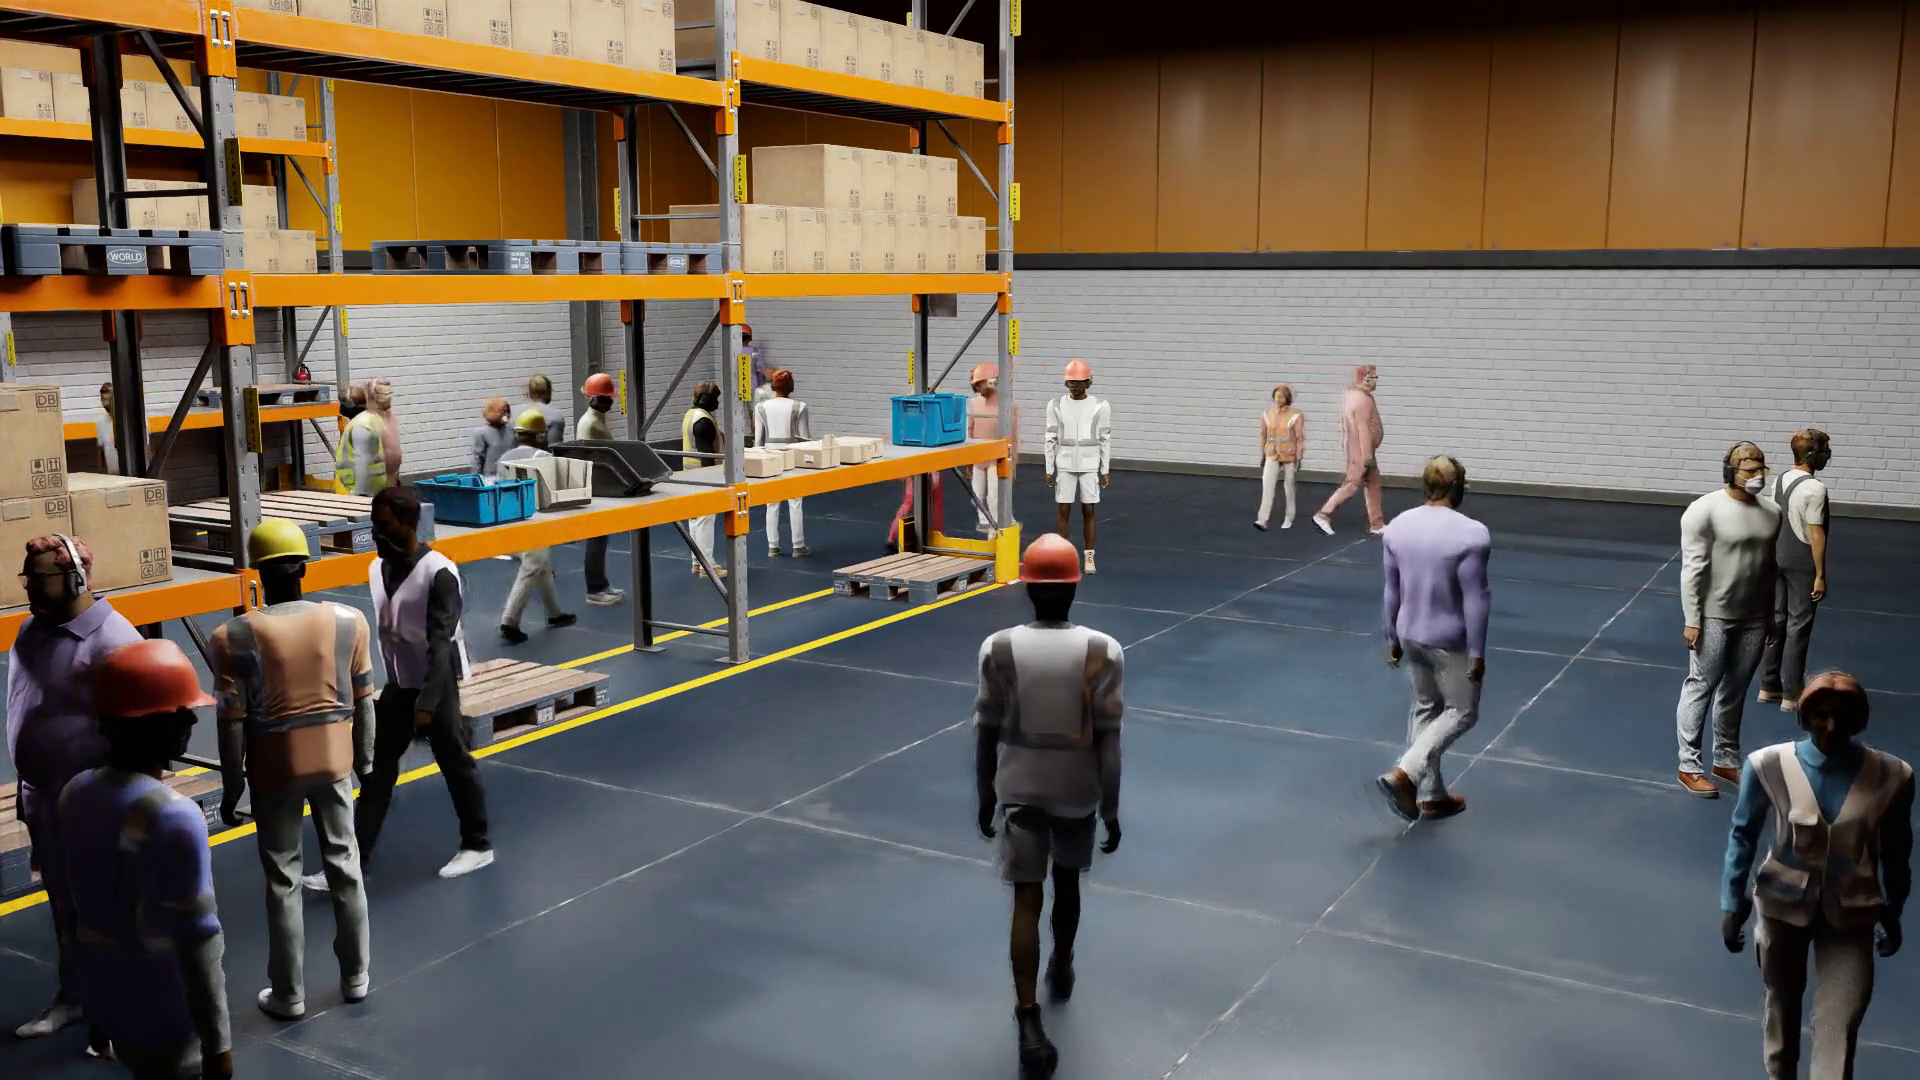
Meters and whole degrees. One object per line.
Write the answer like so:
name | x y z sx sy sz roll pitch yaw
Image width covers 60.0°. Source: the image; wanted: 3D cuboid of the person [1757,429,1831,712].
person | 5.451 0.196 10.803 0.334 1.845 0.513 -1 9 -7

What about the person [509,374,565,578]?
person | -3.878 -0.553 15.227 0.670 1.923 0.530 5 10 30

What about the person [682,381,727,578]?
person | -2.374 -0.565 15.587 0.429 1.838 0.621 -3 10 -20

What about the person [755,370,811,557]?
person | -1.760 -0.761 16.668 0.573 1.883 0.356 2 9 10

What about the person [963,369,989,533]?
person | 0.297 -0.982 18.193 0.392 1.844 0.627 5 10 29

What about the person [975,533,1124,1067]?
person | 0.322 0.931 6.126 0.552 1.890 1.017 1 9 5

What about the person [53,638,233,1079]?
person | -2.138 1.210 4.292 0.549 1.913 0.786 6 11 35

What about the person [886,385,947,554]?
person | -0.409 -0.704 16.876 0.534 1.730 0.912 8 12 41

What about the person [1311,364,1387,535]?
person | 4.291 -0.968 18.001 0.922 1.875 0.651 1 9 6

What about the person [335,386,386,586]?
person | -5.407 -0.489 15.159 0.520 1.824 0.694 -3 10 -17

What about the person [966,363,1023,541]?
person | 0.345 -0.778 16.511 0.652 1.964 0.748 9 13 44

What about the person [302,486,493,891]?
person | -2.558 0.700 7.588 0.599 1.871 0.983 6 11 33

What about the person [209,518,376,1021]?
person | -2.534 0.871 6.362 0.585 1.919 0.380 -7 11 -36

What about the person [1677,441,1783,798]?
person | 4.203 0.427 9.074 0.627 1.941 0.370 -3 10 -19

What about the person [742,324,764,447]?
person | -3.410 -2.412 26.469 0.609 2.044 0.376 0 9 -3

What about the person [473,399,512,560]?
person | -4.643 -0.615 16.667 0.604 1.612 0.510 6 11 34

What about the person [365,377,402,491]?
person | -5.551 -0.594 15.653 0.763 1.879 0.659 1 9 3

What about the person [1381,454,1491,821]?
person | 2.401 0.520 8.519 0.611 1.924 0.637 -6 11 -34

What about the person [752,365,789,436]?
person | -2.513 -1.513 22.130 0.543 1.623 0.369 -6 11 -33

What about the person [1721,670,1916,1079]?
person | 2.724 1.201 5.311 0.541 1.584 0.878 4 10 24

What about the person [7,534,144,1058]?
person | -3.239 0.922 6.086 0.643 1.909 0.409 4 10 25

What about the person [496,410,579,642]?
person | -3.344 -0.119 12.979 0.599 1.790 0.937 6 11 35

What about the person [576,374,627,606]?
person | -3.108 -0.439 14.357 0.397 1.984 0.655 0 9 -2

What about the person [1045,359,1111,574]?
person | 1.108 -0.685 15.691 0.616 2.040 0.381 1 9 7

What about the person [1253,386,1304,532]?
person | 3.504 -0.881 18.270 0.541 1.591 0.831 5 11 30

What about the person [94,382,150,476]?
person | -7.812 -0.576 15.643 0.563 1.845 0.584 0 9 2
